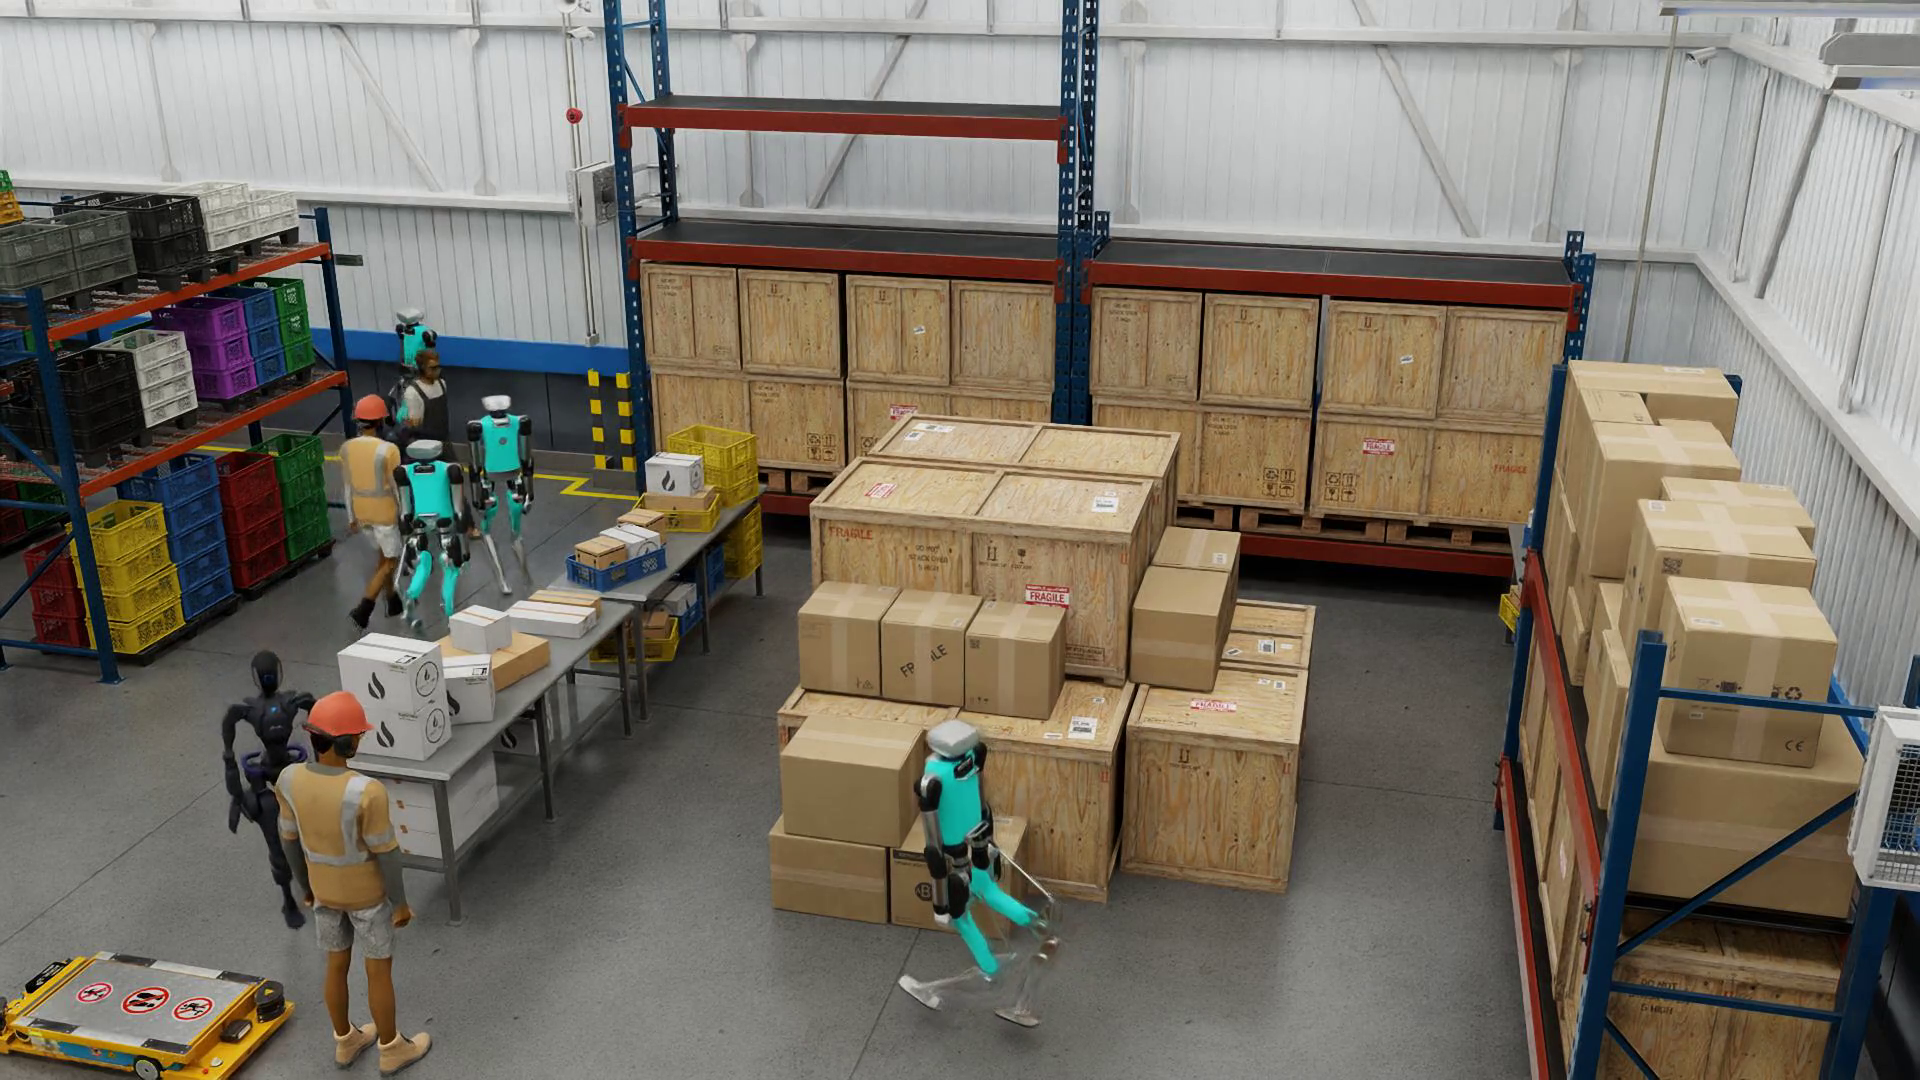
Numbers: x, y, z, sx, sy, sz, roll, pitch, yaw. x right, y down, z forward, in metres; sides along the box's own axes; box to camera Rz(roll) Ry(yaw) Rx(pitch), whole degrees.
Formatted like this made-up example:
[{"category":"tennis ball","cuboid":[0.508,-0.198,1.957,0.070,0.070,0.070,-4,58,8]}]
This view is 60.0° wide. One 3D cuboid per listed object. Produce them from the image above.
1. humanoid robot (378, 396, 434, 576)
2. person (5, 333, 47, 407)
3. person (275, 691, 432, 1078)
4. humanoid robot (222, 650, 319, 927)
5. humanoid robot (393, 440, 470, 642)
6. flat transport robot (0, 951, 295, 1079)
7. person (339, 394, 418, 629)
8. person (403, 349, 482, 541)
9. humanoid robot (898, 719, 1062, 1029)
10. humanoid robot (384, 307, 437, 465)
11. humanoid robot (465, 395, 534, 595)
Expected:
[{"category":"humanoid robot","cuboid":[-4.796,-0.460,14.318,0.616,1.651,0.409,-4,21,-9]},{"category":"person","cuboid":[-10.100,-1.929,17.902,0.564,1.836,0.386,-6,22,-15]},{"category":"person","cuboid":[-2.968,1.688,8.163,0.613,2.029,0.398,7,22,17]},{"category":"humanoid robot","cuboid":[-3.916,1.371,9.499,0.584,1.632,0.560,-13,25,-31]},{"category":"humanoid robot","cuboid":[-4.015,0.170,12.530,0.559,1.721,0.929,1,21,2]},{"category":"flat transport robot","cuboid":[-4.270,2.464,8.601,1.431,0.231,0.659,5,22,13]},{"category":"person","cuboid":[-4.690,-0.196,13.276,0.575,1.905,0.752,9,23,21]},{"category":"person","cuboid":[-4.875,-0.881,15.215,0.945,1.801,0.511,10,23,25]},{"category":"humanoid robot","cuboid":[0.142,1.763,8.380,1.015,1.731,0.547,13,24,30]},{"category":"humanoid robot","cuboid":[-5.557,-1.397,16.638,0.557,1.795,0.672,15,26,34]},{"category":"humanoid robot","cuboid":[-3.887,-0.366,14.028,0.543,1.857,0.659,-11,24,-27]}]
